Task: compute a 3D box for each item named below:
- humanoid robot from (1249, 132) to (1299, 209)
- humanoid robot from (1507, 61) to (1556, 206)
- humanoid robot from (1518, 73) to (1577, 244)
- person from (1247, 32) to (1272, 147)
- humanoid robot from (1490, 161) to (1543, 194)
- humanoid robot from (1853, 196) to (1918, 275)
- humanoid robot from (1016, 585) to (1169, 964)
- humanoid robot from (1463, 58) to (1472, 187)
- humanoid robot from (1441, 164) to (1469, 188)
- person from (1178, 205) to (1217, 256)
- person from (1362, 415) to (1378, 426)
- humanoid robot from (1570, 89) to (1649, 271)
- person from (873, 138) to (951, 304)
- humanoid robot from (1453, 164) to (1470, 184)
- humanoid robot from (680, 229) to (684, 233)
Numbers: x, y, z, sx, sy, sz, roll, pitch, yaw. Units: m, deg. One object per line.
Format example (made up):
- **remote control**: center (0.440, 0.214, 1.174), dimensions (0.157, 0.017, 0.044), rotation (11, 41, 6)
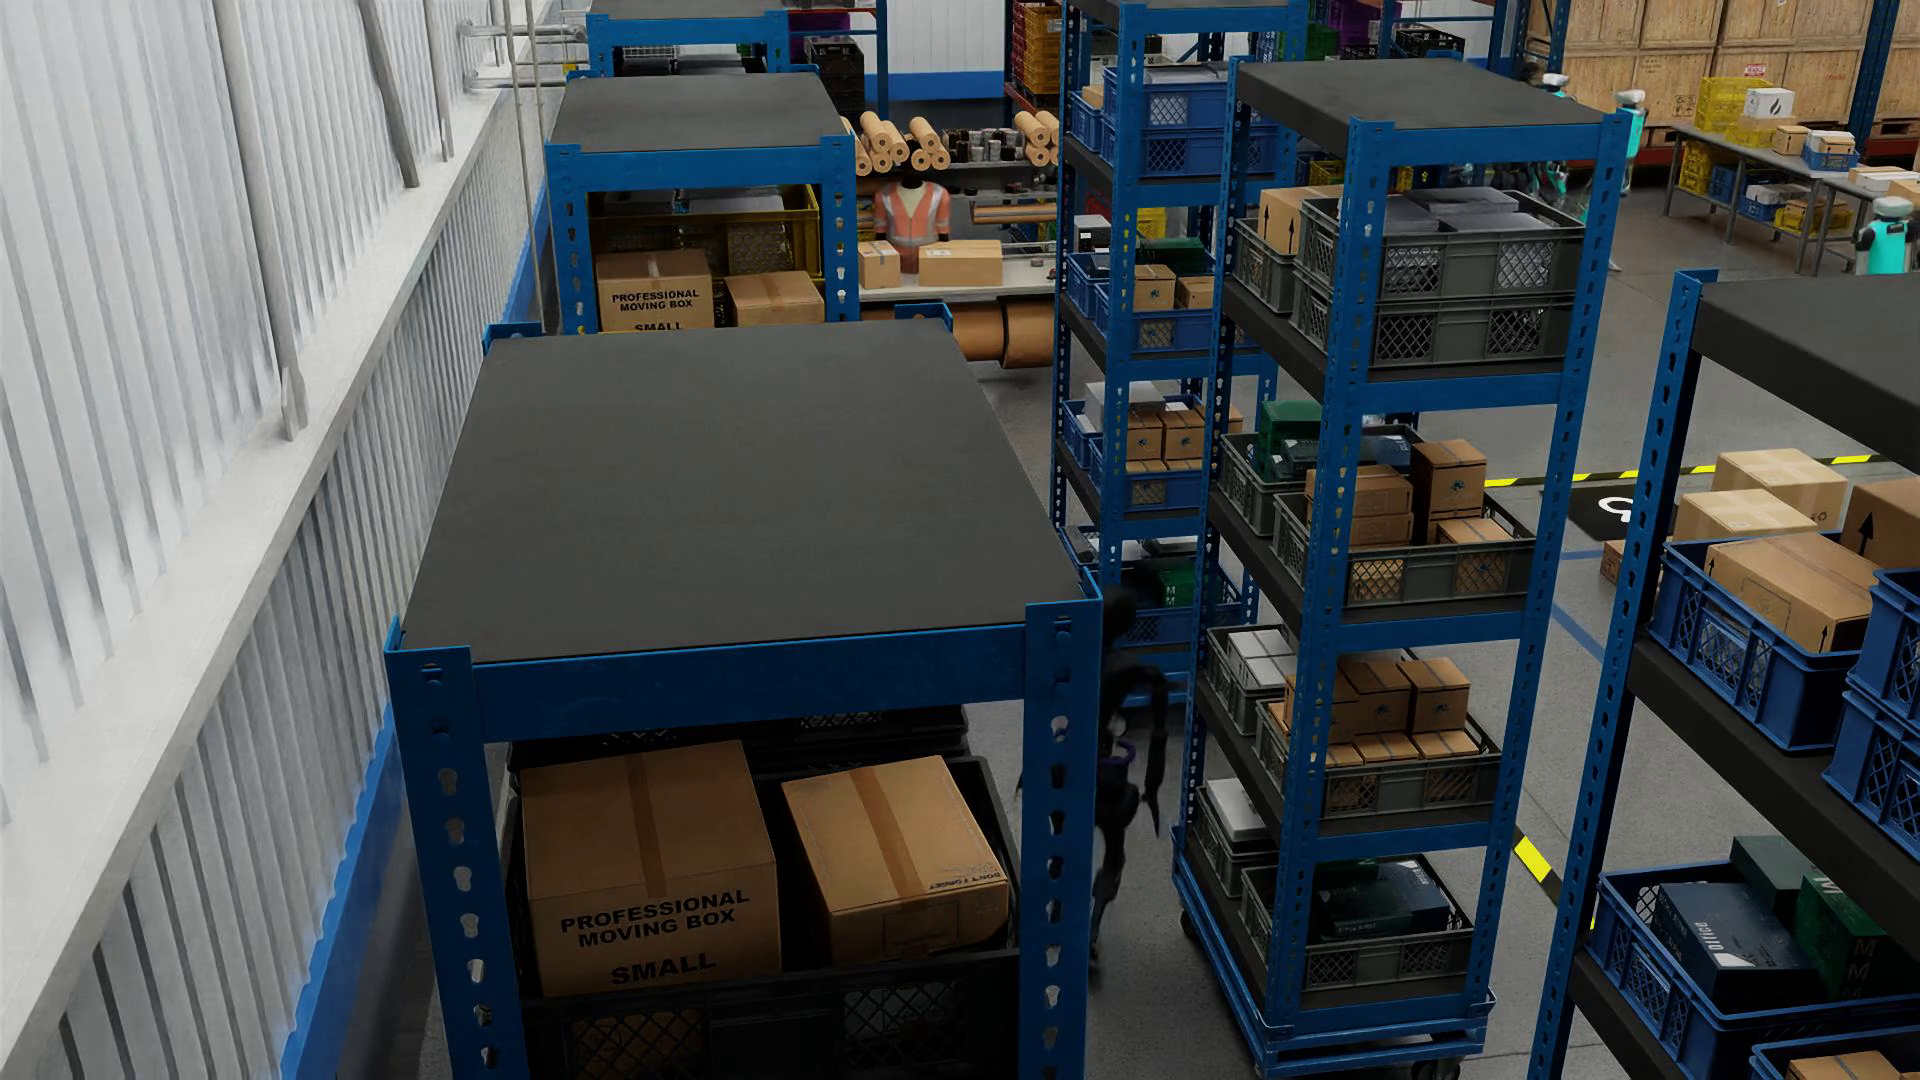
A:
- **humanoid robot**: center (3.610, -4.453, 18.331), dimensions (0.758, 1.630, 0.588), rotation (-4, 25, -8)
- **humanoid robot**: center (6.218, -4.402, 18.228), dimensions (0.746, 1.628, 0.616), rotation (18, 30, 34)
- **humanoid robot**: center (6.001, -3.869, 16.892), dimensions (0.541, 1.753, 0.711), rotation (22, 33, 39)
- **person**: center (3.388, -5.013, 19.263), dimensions (0.348, 1.882, 0.582), rotation (16, 29, 31)
- **humanoid robot**: center (5.570, -3.695, 16.643), dimensions (0.608, 1.654, 0.333), rotation (-10, 27, -21)
- **humanoid robot**: center (6.675, -1.496, 11.807), dimensions (0.572, 1.768, 0.794), rotation (-10, 27, -21)
- **humanoid robot**: center (0.486, 0.952, 6.551), dimensions (0.614, 1.643, 0.483), rotation (10, 27, 21)
- **humanoid robot**: center (5.316, -4.158, 17.688), dimensions (0.531, 1.848, 0.826), rotation (-11, 27, -23)
- **humanoid robot**: center (4.251, -2.659, 14.392), dimensions (0.376, 1.644, 0.610), rotation (-7, 26, -15)
- **person**: center (2.245, -3.381, 15.766), dimensions (0.429, 1.842, 0.629), rotation (-22, 32, -39)
- **person**: center (1.874, 0.187, 8.044), dimensions (0.379, 1.821, 0.655), rotation (-14, 28, -28)
- **humanoid robot**: center (6.154, -3.506, 16.222), dimensions (0.530, 1.811, 0.931), rotation (-22, 32, -39)
- **person**: center (-0.372, -2.136, 12.923), dimensions (0.603, 1.957, 0.365), rotation (1, 25, 2)
- **humanoid robot**: center (4.896, -3.771, 16.749), dimensions (0.551, 1.794, 0.759), rotation (-2, 25, -4)
- **humanoid robot**: center (-2.140, -1.439, 11.601), dimensions (0.549, 1.756, 0.679), rotation (9, 26, 19)
